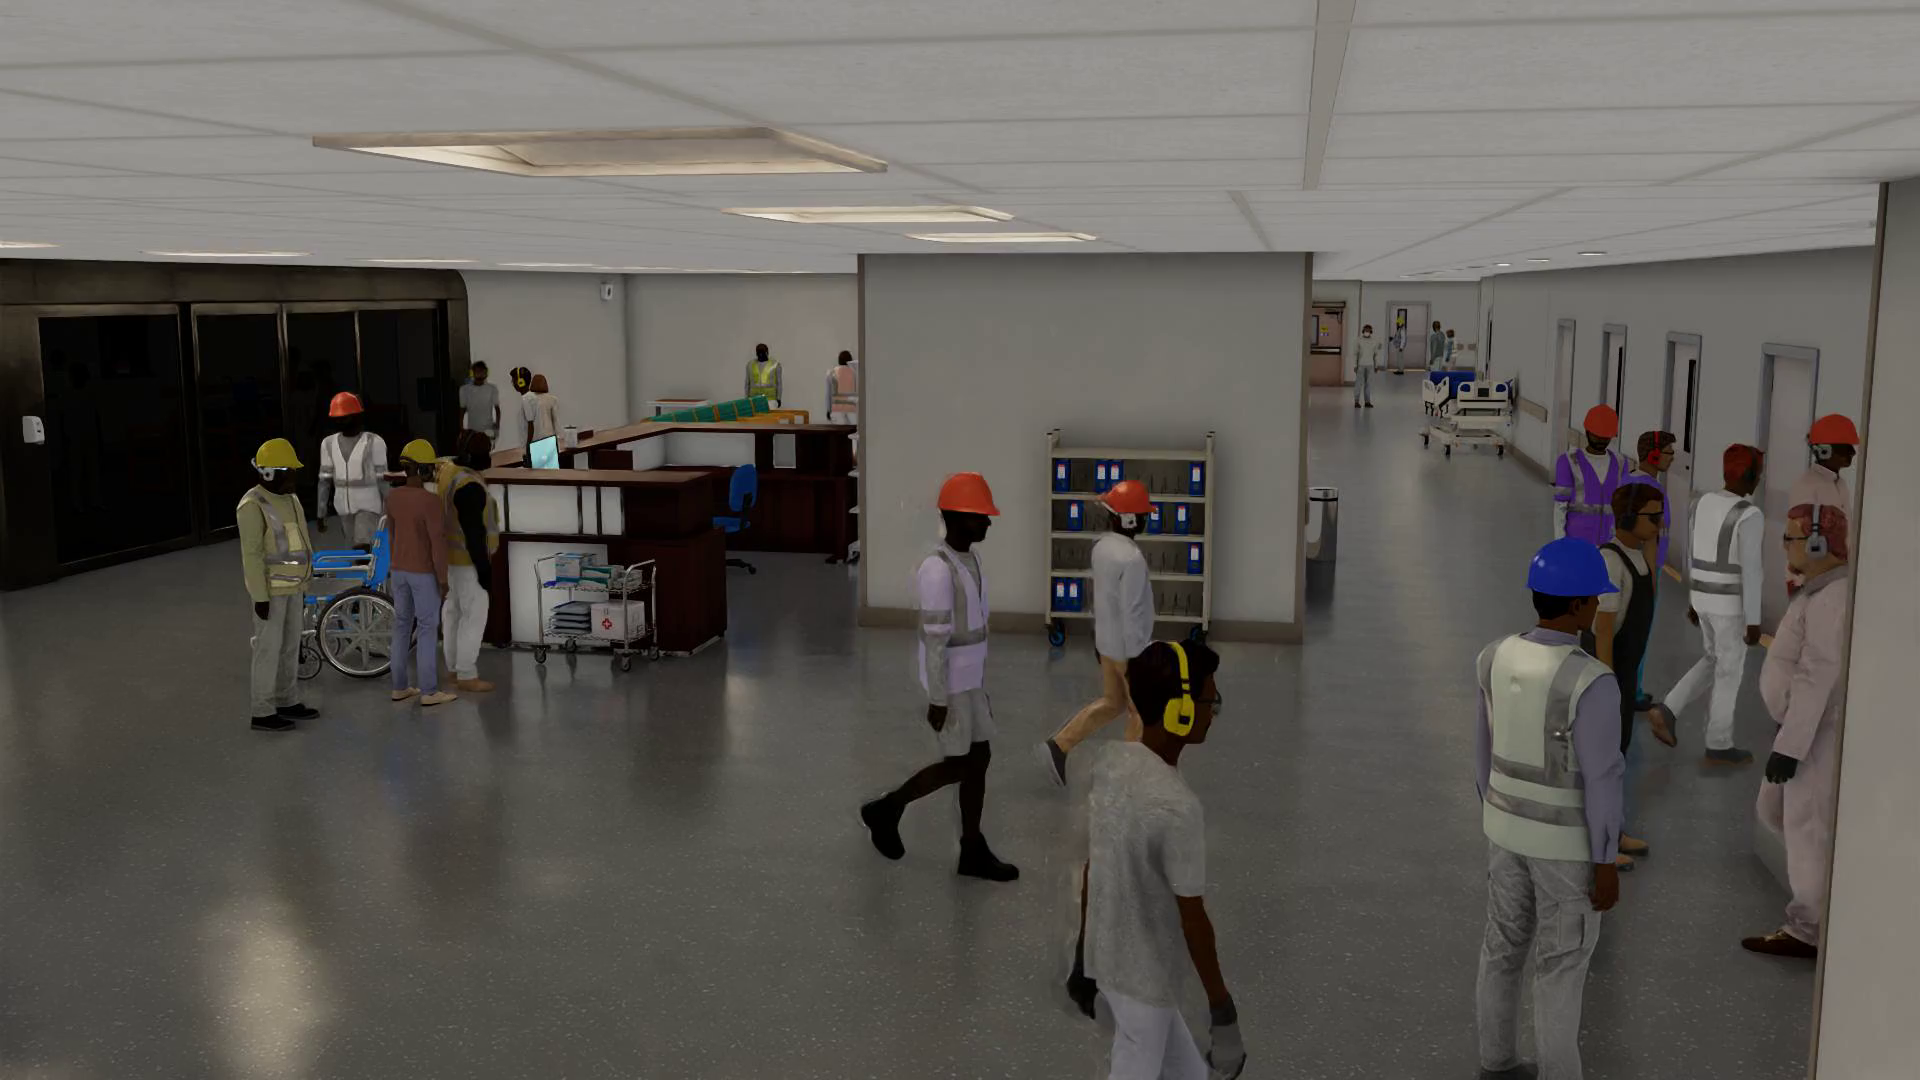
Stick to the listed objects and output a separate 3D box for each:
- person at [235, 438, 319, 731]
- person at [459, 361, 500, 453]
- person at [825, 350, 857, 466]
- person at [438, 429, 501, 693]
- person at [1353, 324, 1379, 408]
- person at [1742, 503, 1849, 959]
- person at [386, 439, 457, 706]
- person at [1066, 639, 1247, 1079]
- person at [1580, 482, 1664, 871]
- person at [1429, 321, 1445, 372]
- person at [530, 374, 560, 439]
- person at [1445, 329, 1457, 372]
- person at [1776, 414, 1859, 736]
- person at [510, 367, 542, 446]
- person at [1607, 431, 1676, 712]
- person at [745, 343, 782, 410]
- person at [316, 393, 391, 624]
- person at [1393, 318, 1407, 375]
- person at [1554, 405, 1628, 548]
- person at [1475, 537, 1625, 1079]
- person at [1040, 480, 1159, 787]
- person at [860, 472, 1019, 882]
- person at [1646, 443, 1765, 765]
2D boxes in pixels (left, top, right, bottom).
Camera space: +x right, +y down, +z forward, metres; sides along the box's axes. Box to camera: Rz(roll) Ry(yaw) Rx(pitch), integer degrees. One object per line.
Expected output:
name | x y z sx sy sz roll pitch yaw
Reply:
person | -4.245 0.277 10.382 0.403 1.825 0.592 1 9 5
person | -6.216 -1.397 21.517 0.523 1.837 0.534 -4 9 -23
person | -1.747 -1.996 25.483 0.625 1.818 0.444 -1 9 -6
person | -3.389 0.131 11.435 0.433 1.811 0.763 -5 10 -29
person | 9.422 -4.041 38.647 0.627 1.936 0.375 -2 9 -11
person | 3.494 0.791 6.759 0.482 1.888 0.641 4 9 23
person | -3.578 0.211 11.031 0.522 1.758 0.349 5 10 31
person | 0.602 1.163 4.411 0.836 1.834 0.571 -2 9 -15
person | 3.130 0.634 7.932 0.340 1.838 0.516 6 11 35
person | 12.313 -4.694 42.975 0.352 1.936 0.635 7 11 38
person | -5.502 -1.359 21.846 0.498 1.634 0.281 -2 9 -11
person | 14.035 -5.215 47.523 0.328 1.608 0.635 4 9 25
person | 5.219 0.234 10.087 0.633 1.991 0.402 -8 12 -43
person | -4.949 -1.047 19.018 0.333 1.865 0.520 -2 9 -10
person | 4.423 0.200 10.845 0.390 1.837 0.561 1 9 6
person | -3.303 -2.375 27.899 0.635 1.842 0.429 1 9 6
person | -4.981 -0.244 13.565 0.568 1.894 0.903 1 9 10
person | 14.149 -6.228 53.494 0.404 1.830 0.599 1 9 8
person | 4.513 -0.004 11.882 0.543 1.927 0.375 -1 9 -8
person | 1.926 0.957 5.437 0.387 1.949 0.602 -4 9 -23
person | 0.817 0.537 8.941 0.675 1.732 0.569 -2 9 -13
person | -0.081 0.631 7.706 0.673 1.916 0.559 3 9 21
person | 4.326 0.378 9.521 0.503 1.869 0.592 -1 9 -9
